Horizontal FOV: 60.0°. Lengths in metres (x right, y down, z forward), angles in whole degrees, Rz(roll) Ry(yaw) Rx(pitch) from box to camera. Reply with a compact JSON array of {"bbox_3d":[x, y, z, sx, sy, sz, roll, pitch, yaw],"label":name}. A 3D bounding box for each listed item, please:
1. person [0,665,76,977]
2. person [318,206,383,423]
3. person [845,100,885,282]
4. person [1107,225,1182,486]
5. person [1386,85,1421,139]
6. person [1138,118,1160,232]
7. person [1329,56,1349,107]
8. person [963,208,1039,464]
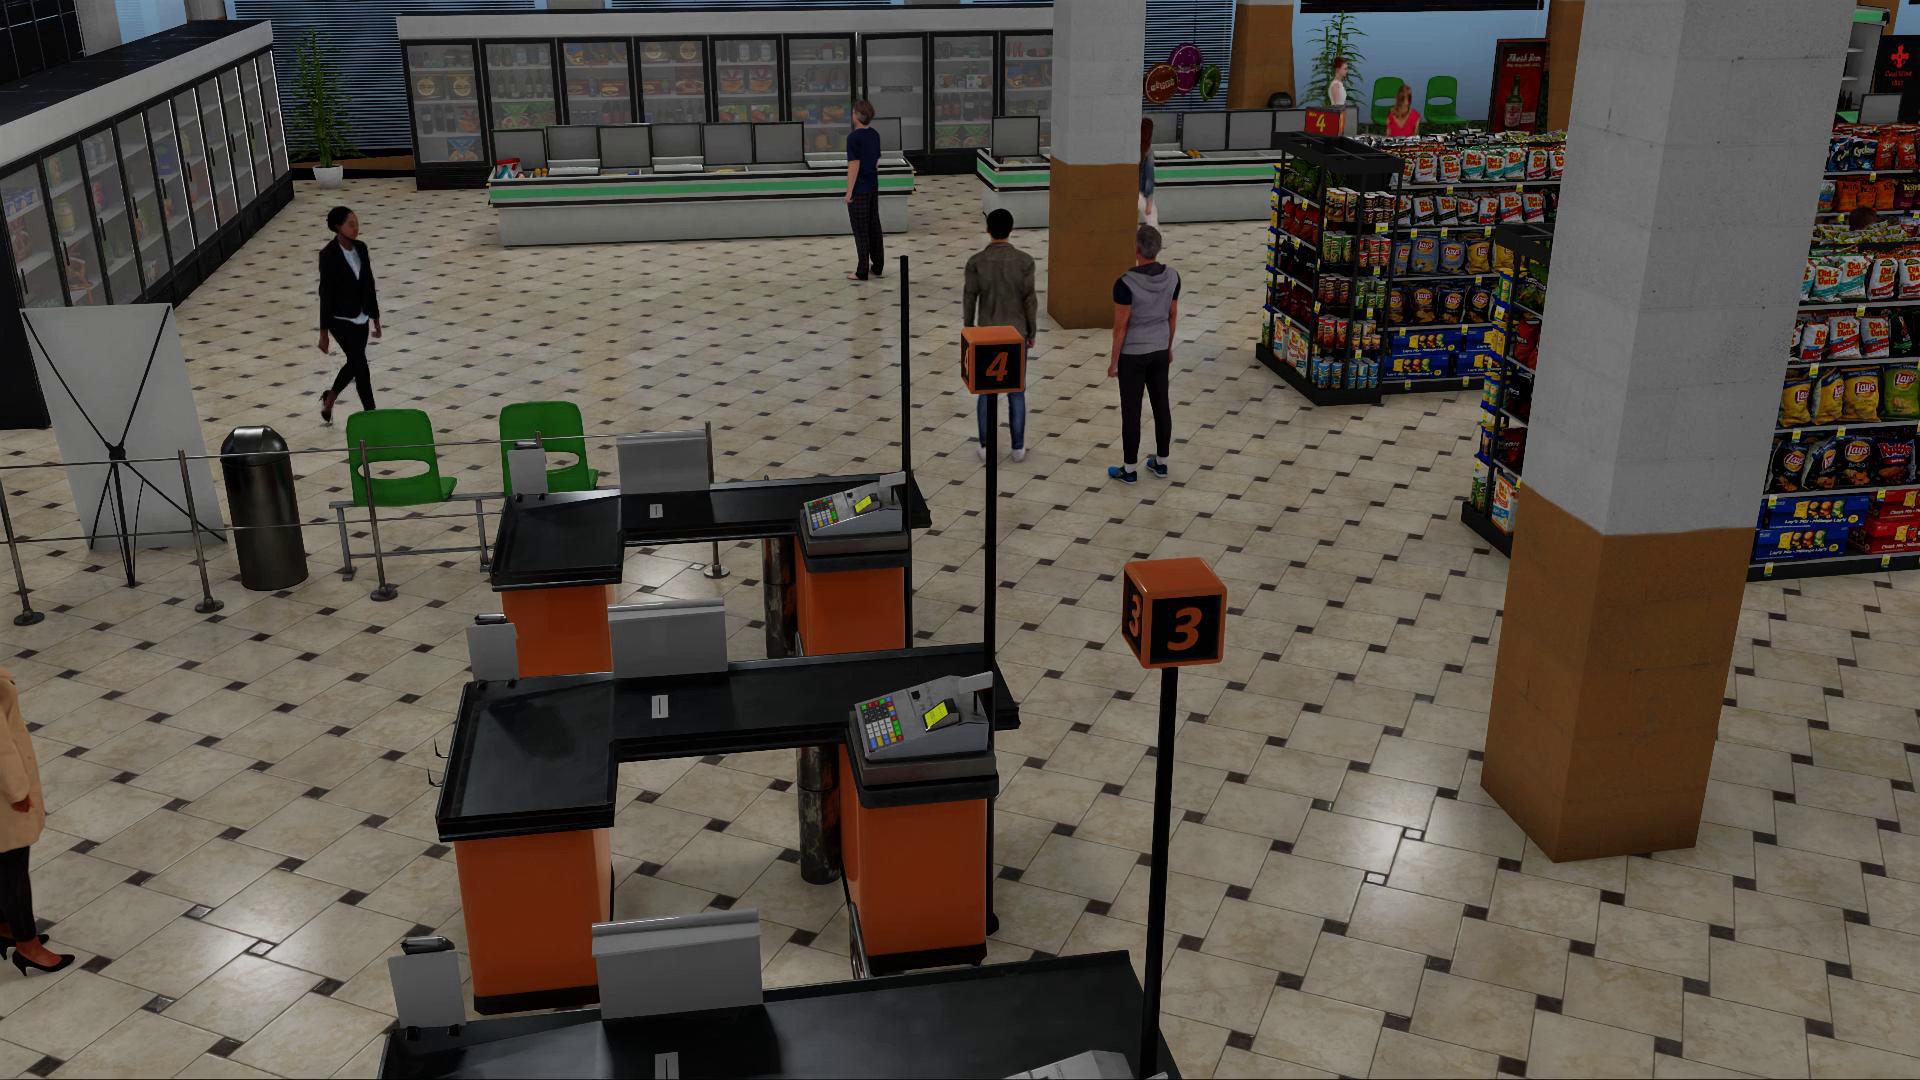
[{"bbox_3d":[-3.743,0.912,6.410,0.719,1.681,0.743,19,28,39],"label":"person"},{"bbox_3d":[-4.643,-1.587,12.475,1.242,1.797,1.116,13,25,29],"label":"person"},{"bbox_3d":[-1.020,-3.722,17.687,0.784,1.871,0.723,15,26,32],"label":"person"},{"bbox_3d":[1.308,-1.304,11.725,0.618,1.829,0.812,-11,24,-25],"label":"person"},{"bbox_3d":[5.282,-4.593,20.096,0.925,1.692,1.033,19,28,38],"label":"person"},{"bbox_3d":[1.821,-3.590,17.604,0.754,1.689,0.725,-18,28,-38],"label":"person"},{"bbox_3d":[4.957,-5.604,22.521,1.100,1.760,0.990,12,25,28],"label":"person"},{"bbox_3d":[0.297,-1.472,12.100,0.591,1.862,0.800,0,22,1],"label":"person"}]
